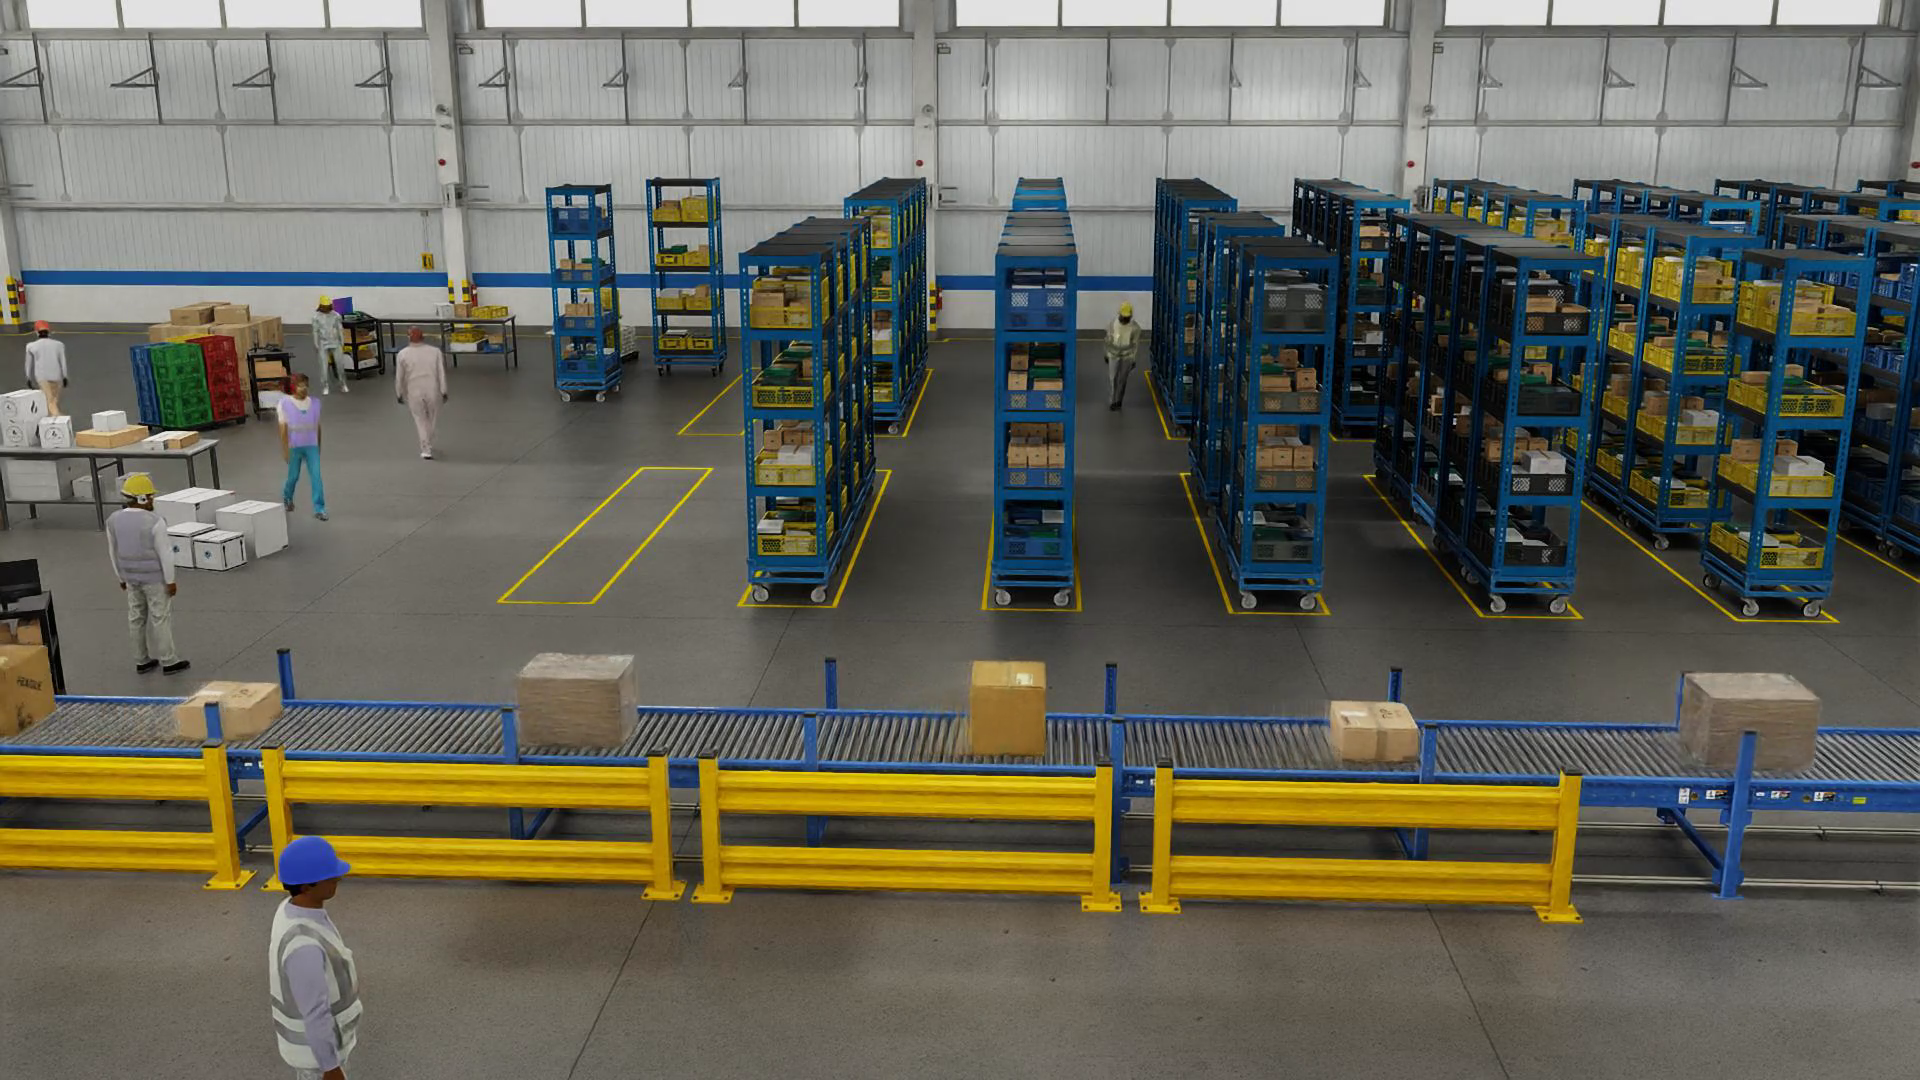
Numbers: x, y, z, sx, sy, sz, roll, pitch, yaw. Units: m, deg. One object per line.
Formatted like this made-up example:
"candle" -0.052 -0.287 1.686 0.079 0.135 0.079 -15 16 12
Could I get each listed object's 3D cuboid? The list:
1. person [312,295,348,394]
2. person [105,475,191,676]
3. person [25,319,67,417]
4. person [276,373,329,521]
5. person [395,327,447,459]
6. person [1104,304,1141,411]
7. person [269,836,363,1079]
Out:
"person" -10.934 -3.391 28.850 0.490 1.736 0.349 -8 17 -27
"person" -7.282 0.319 14.899 0.591 1.824 0.404 3 15 12
"person" -14.081 -2.538 25.688 0.737 1.727 0.569 13 20 41
"person" -8.098 -1.166 20.421 0.571 1.822 0.812 -13 20 -41
"person" -7.775 -2.136 23.954 0.664 1.857 0.975 -10 18 -34
"person" 2.651 -3.003 27.333 0.597 1.770 0.853 2 15 7
"person" -2.882 2.246 7.511 0.389 1.949 0.603 -8 17 -26
